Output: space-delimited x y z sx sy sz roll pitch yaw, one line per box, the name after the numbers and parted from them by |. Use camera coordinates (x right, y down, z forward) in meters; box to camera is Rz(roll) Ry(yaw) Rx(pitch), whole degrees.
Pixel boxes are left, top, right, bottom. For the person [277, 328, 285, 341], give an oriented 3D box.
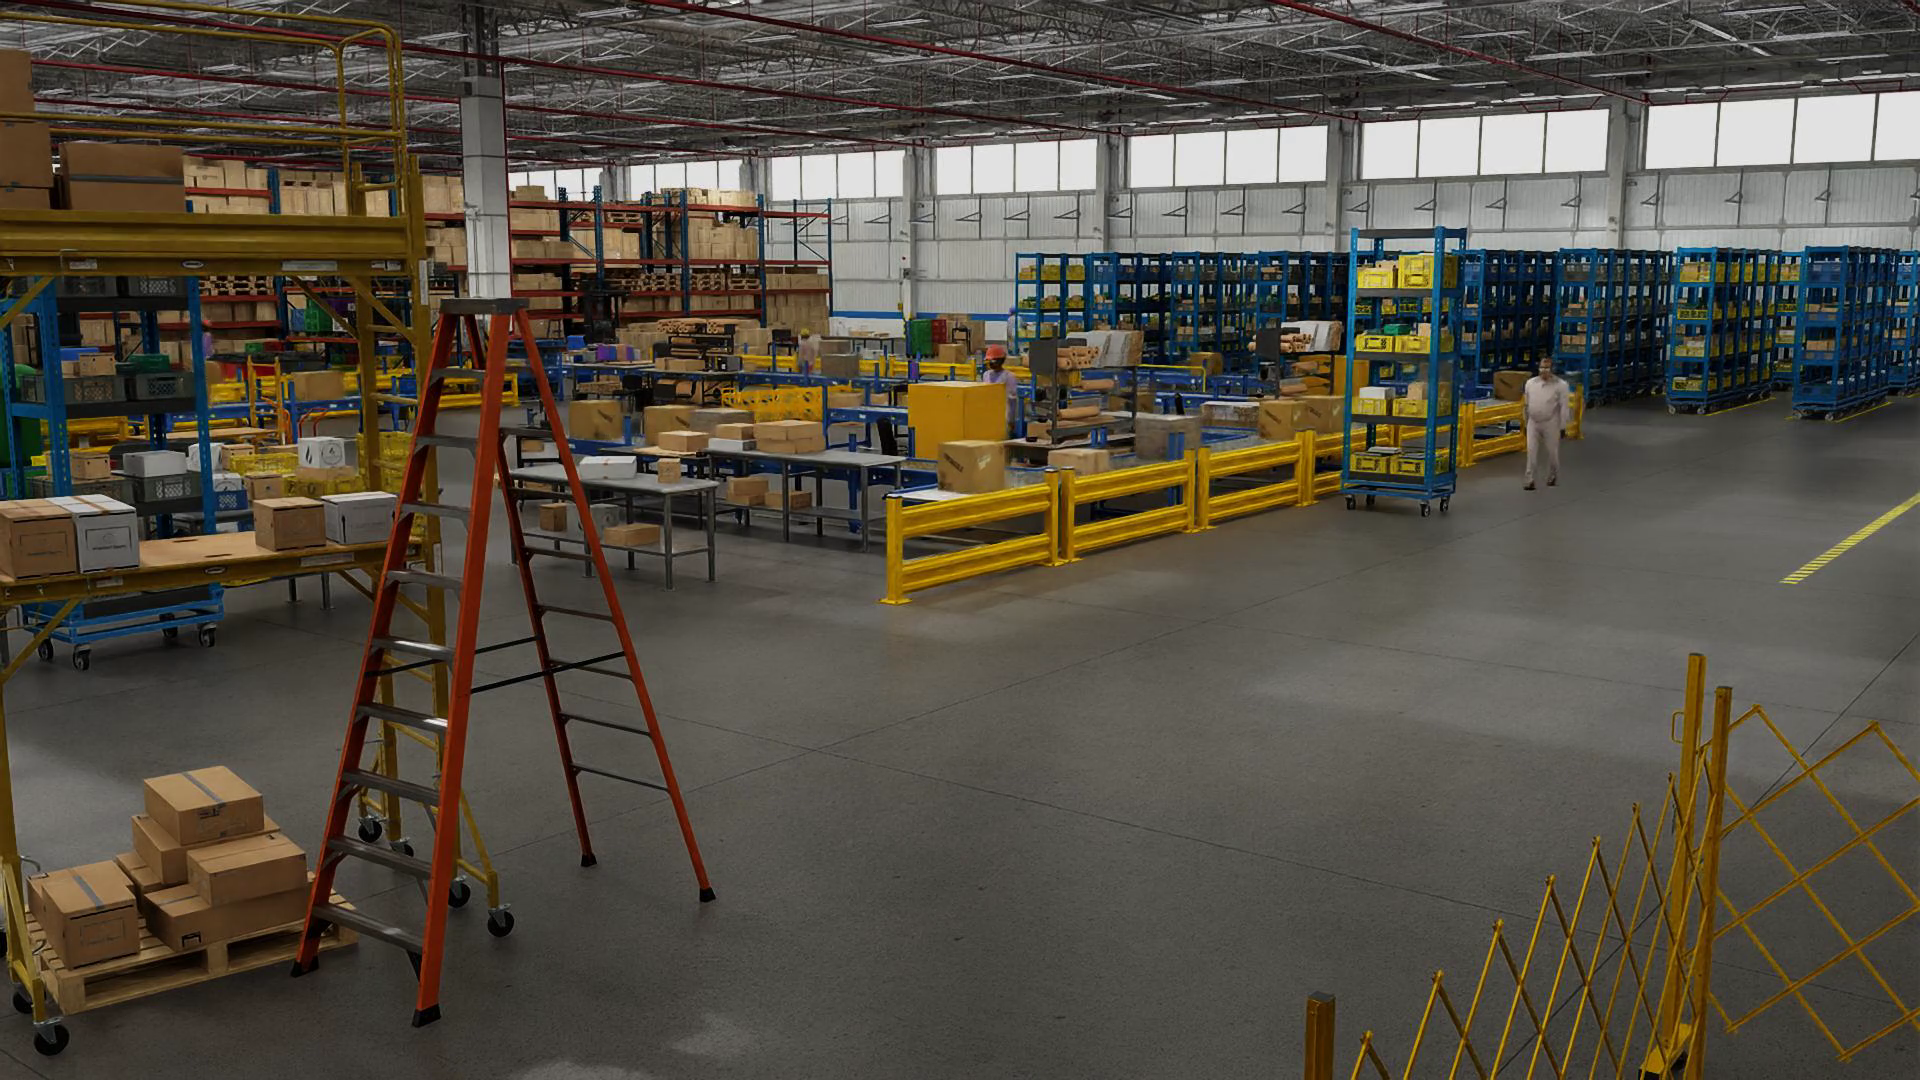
-17.091 -4.559 42.248 0.536 1.675 0.740 7 12 38 | person

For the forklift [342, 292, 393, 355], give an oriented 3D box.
-16.485 -5.622 45.120 1.129 2.768 1.873 7 11 37 | forklift

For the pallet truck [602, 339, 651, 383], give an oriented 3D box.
-8.991 -4.871 45.351 0.653 1.274 1.630 7 11 37 | pallet truck

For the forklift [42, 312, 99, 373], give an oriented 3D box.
-23.779 -5.451 44.052 1.873 2.768 1.129 7 11 36 | forklift

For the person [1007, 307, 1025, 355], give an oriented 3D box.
1.977 -7.136 57.682 0.637 1.898 0.909 -5 11 -31 | person

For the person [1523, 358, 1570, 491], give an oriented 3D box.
8.273 -1.649 23.497 0.652 1.863 0.993 6 11 35 | person

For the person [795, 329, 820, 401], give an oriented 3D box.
-3.603 -4.143 39.464 0.880 1.732 0.518 5 10 26 | person

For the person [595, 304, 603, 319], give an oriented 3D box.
-12.452 -7.168 57.584 0.638 1.967 0.678 7 11 37 | person

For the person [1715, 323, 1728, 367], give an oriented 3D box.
19.692 -4.786 43.113 0.388 1.847 0.563 7 12 38 | person

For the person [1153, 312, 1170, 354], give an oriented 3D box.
6.505 -6.389 53.304 0.631 1.793 0.576 -1 9 -4 | person

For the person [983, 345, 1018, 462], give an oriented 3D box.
0.515 -1.732 23.453 0.615 2.038 0.395 8 12 42 | person

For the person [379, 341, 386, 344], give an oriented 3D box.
-17.630 -5.892 50.305 0.518 1.756 0.348 -8 12 -41 | person

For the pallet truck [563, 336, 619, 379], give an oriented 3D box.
-10.690 -5.294 48.215 1.601 1.201 0.680 -5 10 -26 | pallet truck

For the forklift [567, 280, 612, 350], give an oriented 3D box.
-11.334 -6.728 52.025 1.873 2.768 1.129 7 11 37 | forklift

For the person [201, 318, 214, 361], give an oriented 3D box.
-19.407 -4.739 42.650 0.849 1.915 0.560 0 9 -1 | person
